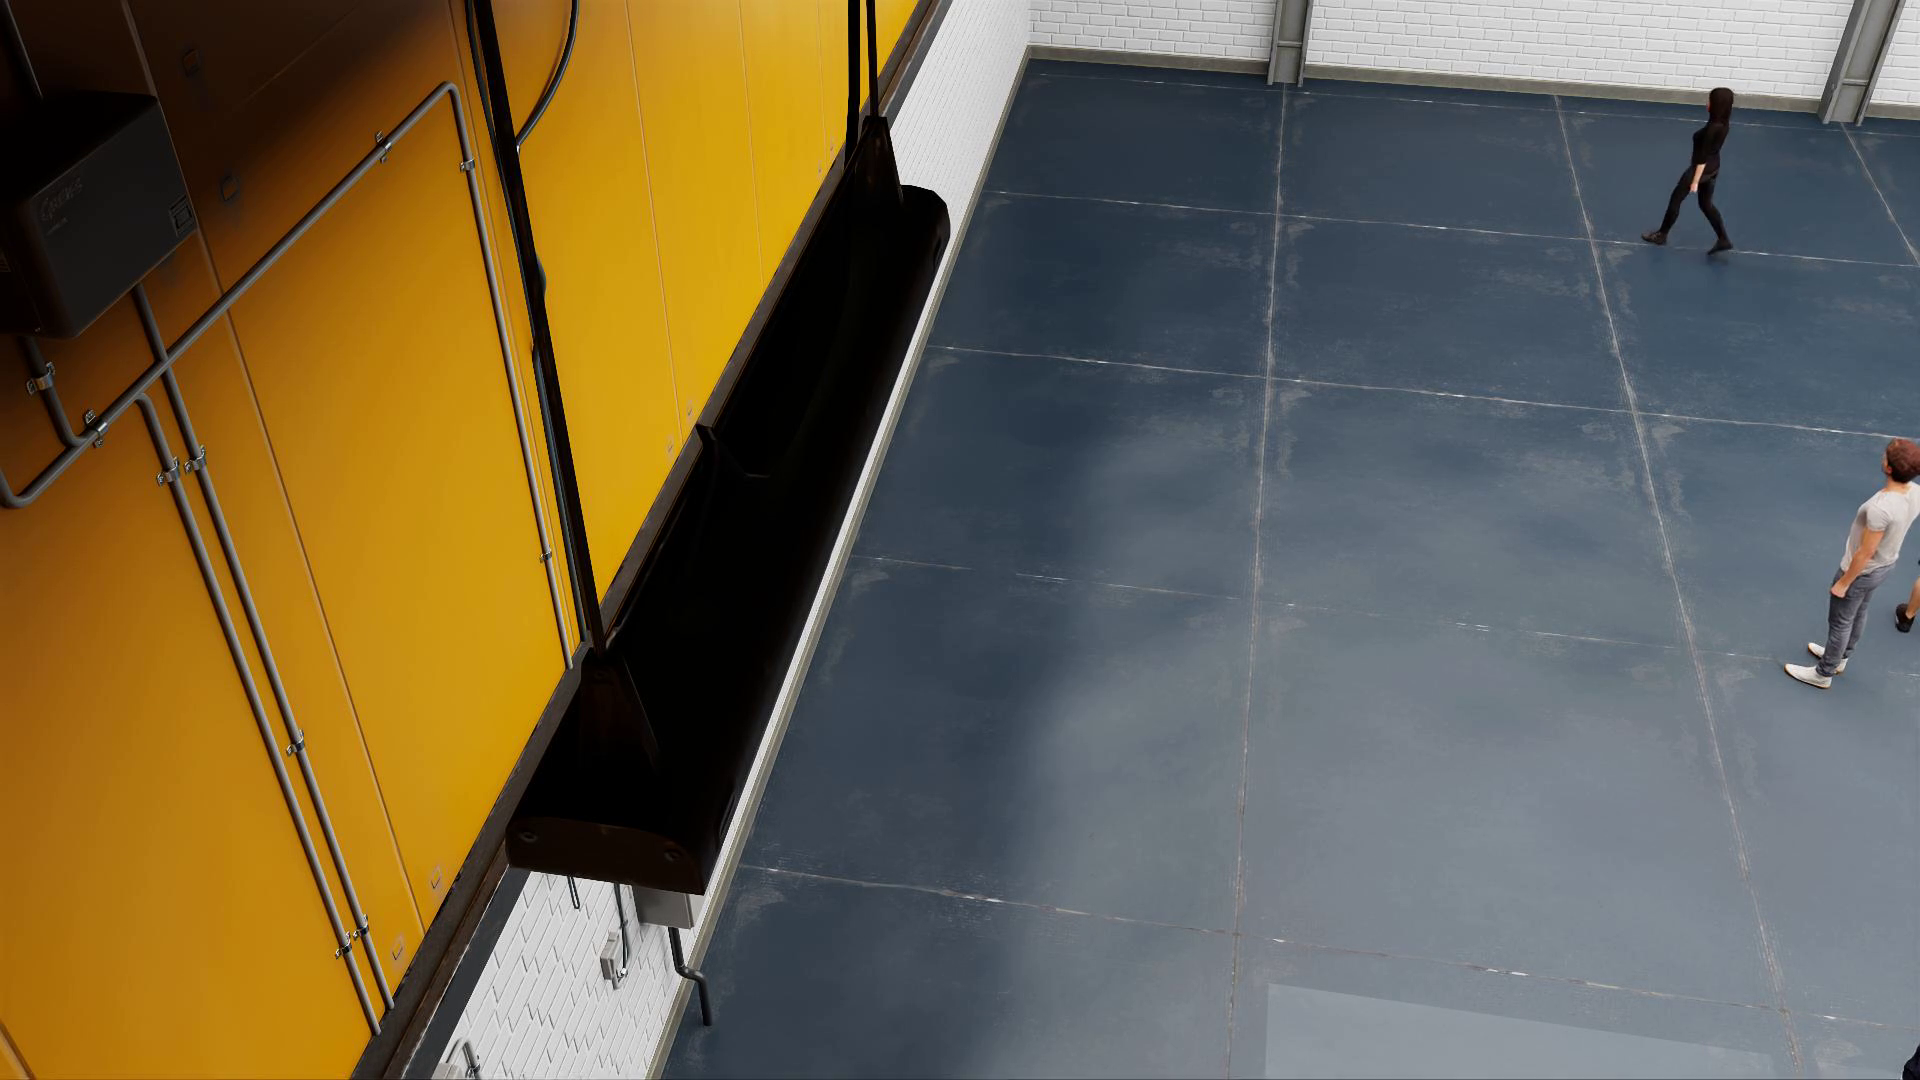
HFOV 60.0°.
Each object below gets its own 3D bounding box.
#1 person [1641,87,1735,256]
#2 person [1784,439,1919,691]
[{"bbox_3d":[6.940,-3.375,15.367,0.947,1.617,1.096,-31,48,-33],"label":"person"},{"bbox_3d":[5.834,0.171,10.705,0.742,1.893,0.791,-26,45,-28],"label":"person"}]
